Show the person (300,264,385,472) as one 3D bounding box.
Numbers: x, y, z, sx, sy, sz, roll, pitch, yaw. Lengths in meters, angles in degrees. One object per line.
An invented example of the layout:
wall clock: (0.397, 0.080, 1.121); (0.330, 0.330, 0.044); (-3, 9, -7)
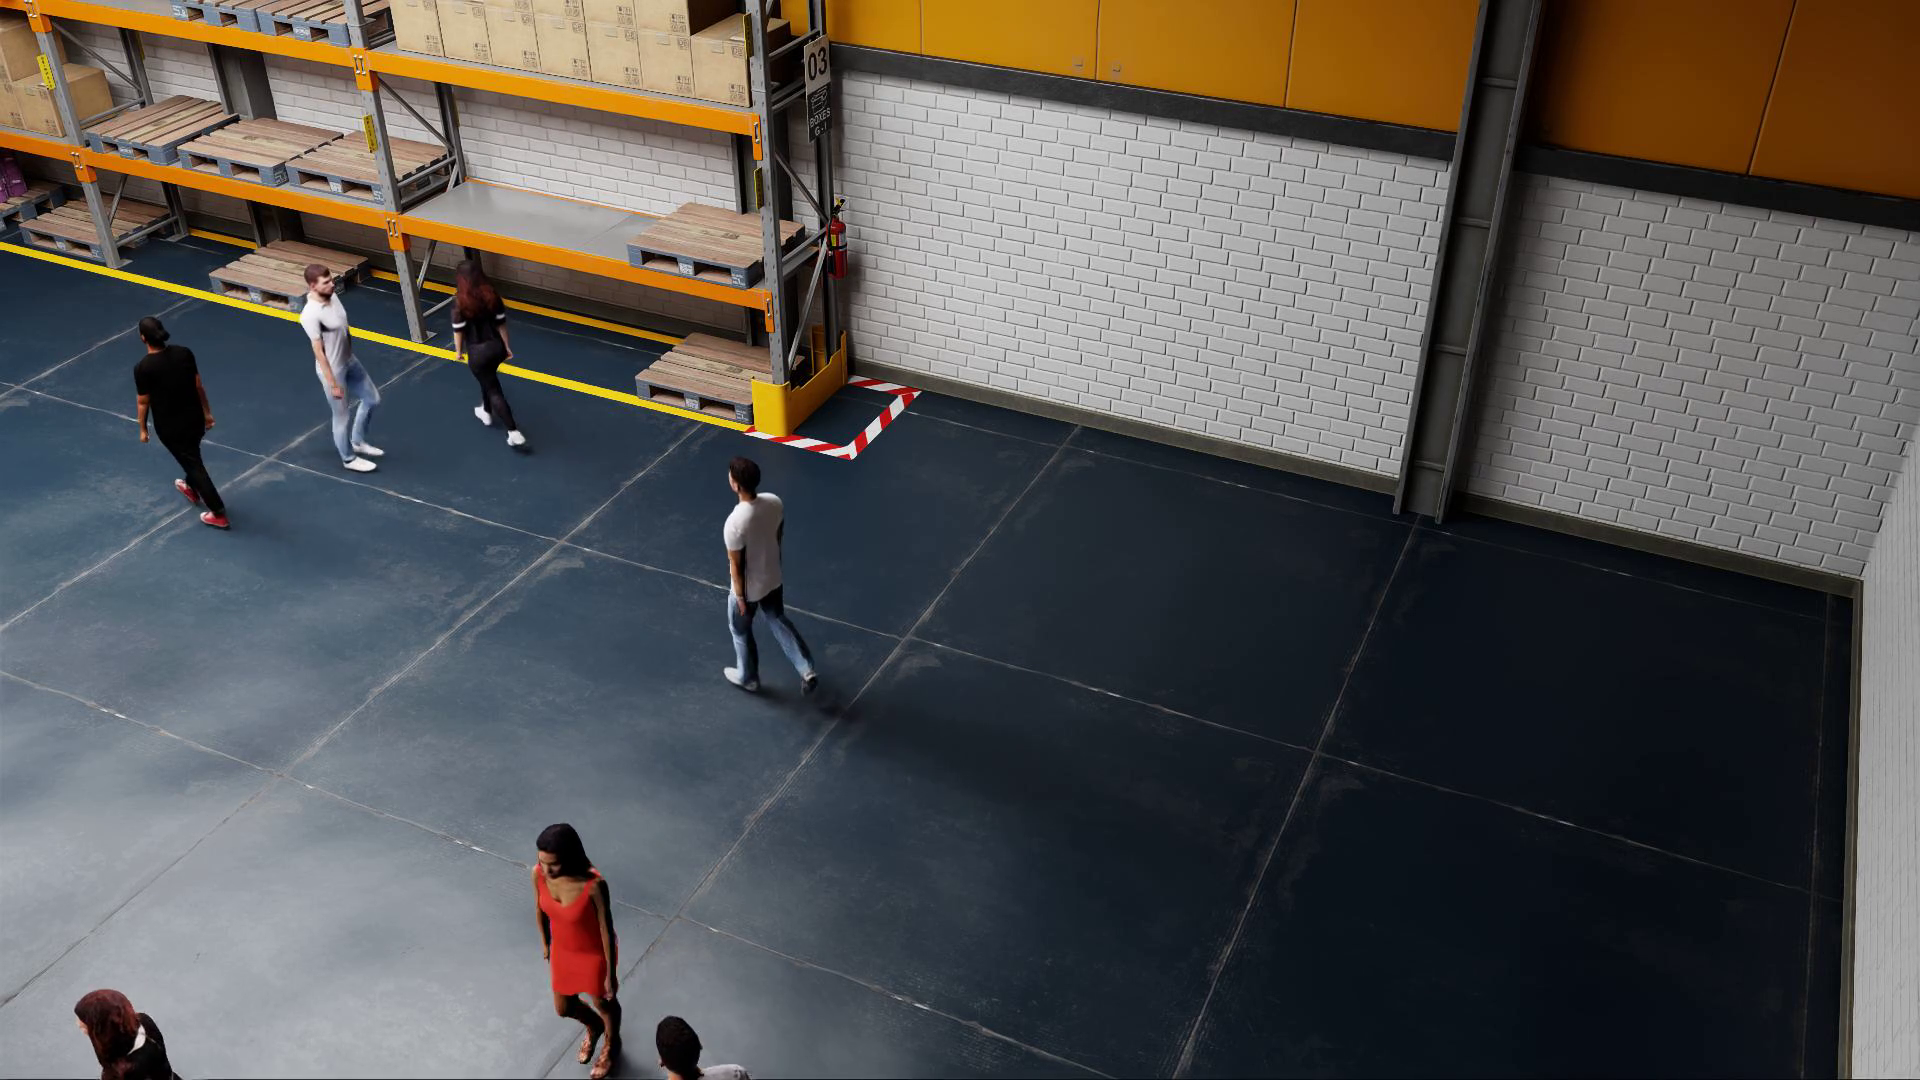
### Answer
person: (-5.109, -1.386, 13.425); (0.713, 1.842, 0.766); (4, 34, 6)

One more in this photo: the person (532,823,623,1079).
person: (-1.863, 2.017, 8.428); (0.565, 1.707, 0.737); (6, 34, 10)

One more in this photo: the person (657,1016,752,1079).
person: (-1.064, 2.790, 7.139); (0.908, 1.845, 0.967); (-14, 36, -20)

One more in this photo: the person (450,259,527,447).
person: (-3.915, -1.512, 13.835); (0.878, 1.598, 1.174); (-28, 42, -35)

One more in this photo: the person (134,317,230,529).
person: (-5.916, -0.862, 12.740); (1.027, 1.729, 0.717); (18, 37, 25)

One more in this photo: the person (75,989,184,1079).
person: (-3.417, 2.639, 7.459); (1.209, 1.743, 1.089); (-9, 35, -13)

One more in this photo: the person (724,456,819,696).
person: (-1.267, 0.291, 10.901); (1.083, 1.844, 0.861); (26, 41, 33)
